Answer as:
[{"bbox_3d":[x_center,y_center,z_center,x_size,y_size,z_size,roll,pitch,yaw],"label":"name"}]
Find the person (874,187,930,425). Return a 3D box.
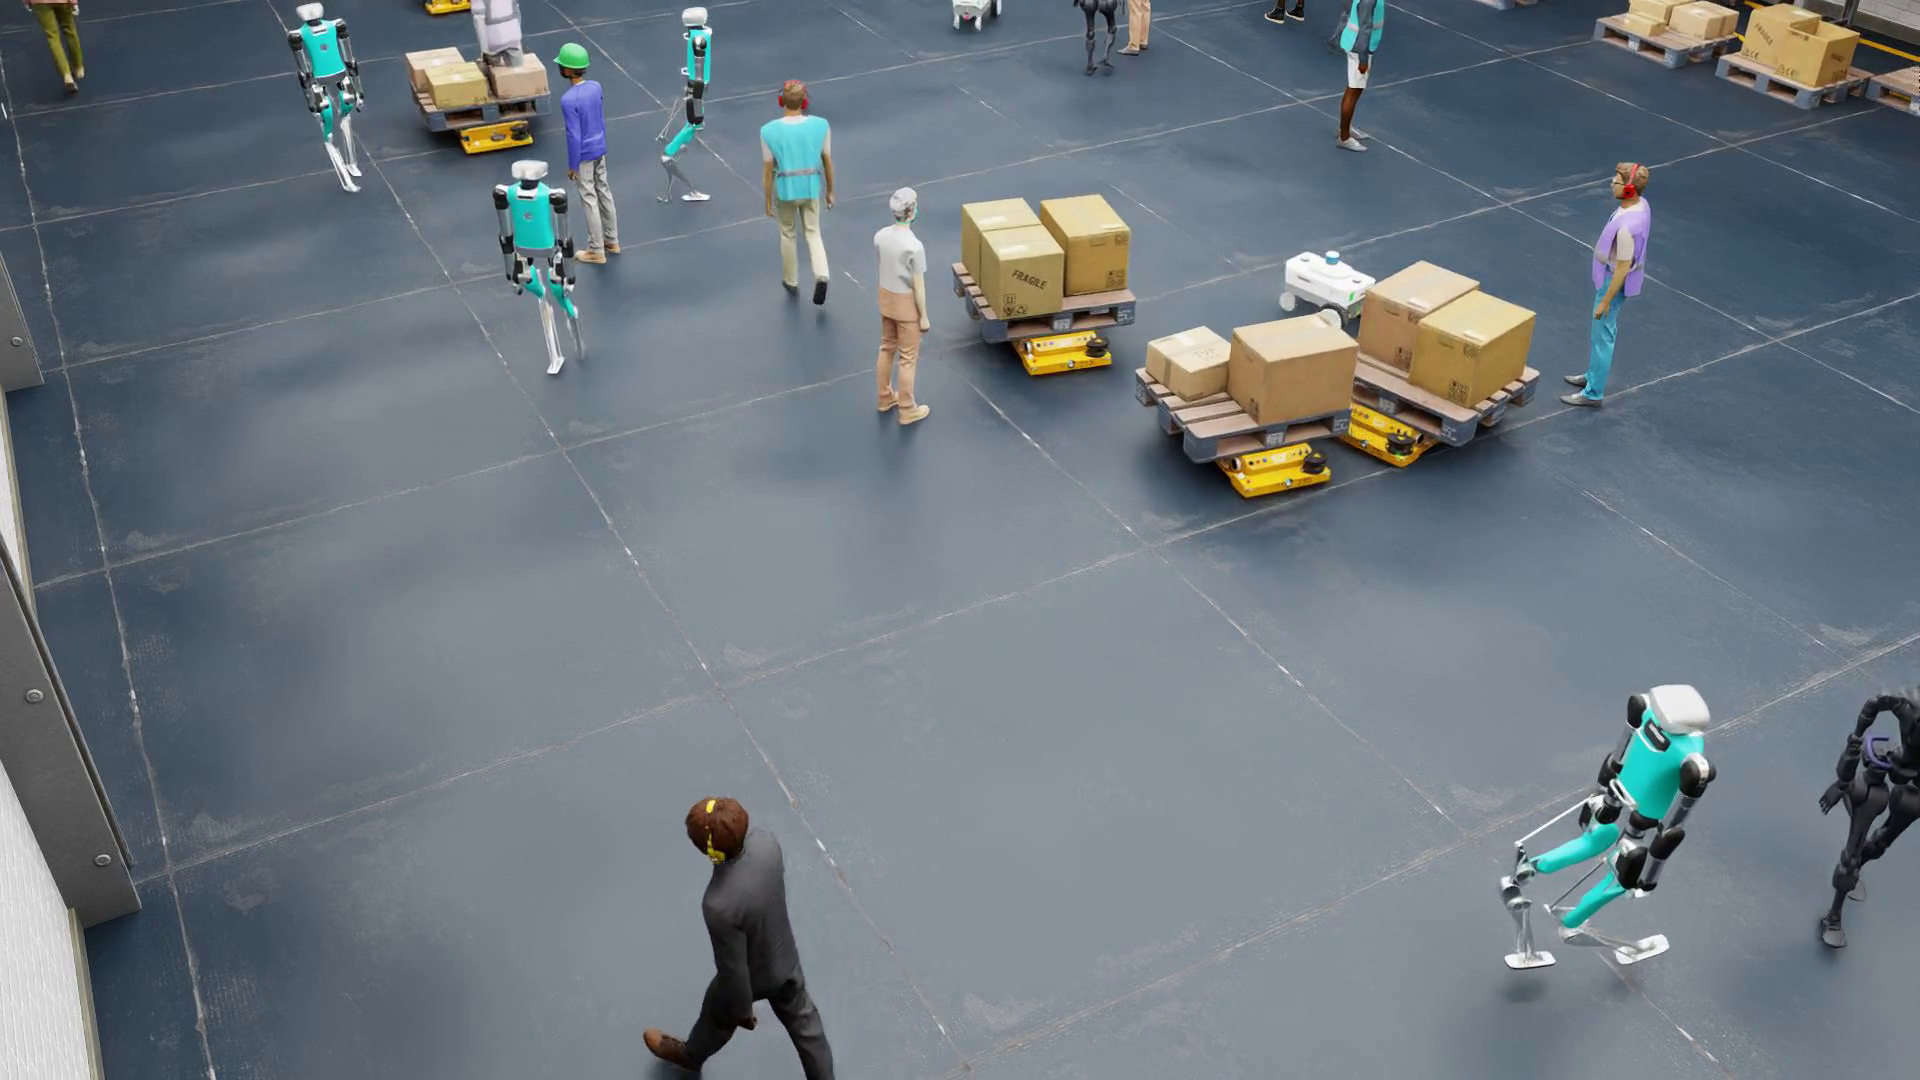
[{"bbox_3d":[-0.407,-1.658,11.808,0.334,1.740,0.477,-28,44,-34],"label":"person"}]

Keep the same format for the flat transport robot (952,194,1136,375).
[{"bbox_3d":[0.654,-1.753,13.219,0.659,0.231,1.431,-9,36,-13],"label":"flat transport robot"}]

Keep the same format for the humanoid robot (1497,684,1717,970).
[{"bbox_3d":[2.855,1.378,7.462,1.005,1.733,0.551,-7,36,-10],"label":"humanoid robot"}]

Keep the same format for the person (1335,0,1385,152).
[{"bbox_3d":[3.876,-4.742,16.030,0.432,1.939,0.556,8,36,11],"label":"person"}]

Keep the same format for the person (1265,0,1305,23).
[{"bbox_3d":[3.863,-6.973,19.204,0.601,1.958,0.374,-15,38,-20],"label":"person"}]

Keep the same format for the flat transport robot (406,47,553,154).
[{"bbox_3d":[-4.807,-4.267,16.808,0.659,0.231,1.431,-15,38,-20],"label":"flat transport robot"}]

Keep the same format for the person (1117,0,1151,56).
[{"bbox_3d":[1.941,-6.205,18.349,0.371,1.673,0.463,20,40,26],"label":"person"}]

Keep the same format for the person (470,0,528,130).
[{"bbox_3d":[-4.495,-4.909,16.295,0.542,1.912,0.491,-20,40,-26],"label":"person"}]

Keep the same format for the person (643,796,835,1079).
[{"bbox_3d":[-0.930,1.724,6.902,1.025,1.814,0.507,19,39,24],"label":"person"}]

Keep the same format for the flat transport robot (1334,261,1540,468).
[{"bbox_3d":[3.363,-0.978,12.112,1.431,0.231,0.659,-28,44,-34],"label":"flat transport robot"}]

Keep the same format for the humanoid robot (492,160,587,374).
[{"bbox_3d":[-3.054,-1.997,12.387,0.549,1.902,0.702,2,35,3],"label":"humanoid robot"}]

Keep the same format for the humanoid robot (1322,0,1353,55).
[{"bbox_3d":[4.291,-6.158,18.279,0.344,1.652,0.603,16,38,22],"label":"humanoid robot"}]

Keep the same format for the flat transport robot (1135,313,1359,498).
[{"bbox_3d":[1.993,-0.792,11.846,0.659,0.231,1.431,-12,37,-16],"label":"flat transport robot"}]

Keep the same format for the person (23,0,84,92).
[{"bbox_3d":[-9.542,-5.660,17.455,0.518,1.808,0.889,-20,40,-26],"label":"person"}]

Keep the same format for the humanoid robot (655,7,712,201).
[{"bbox_3d":[-2.567,-3.826,14.993,0.782,1.889,0.543,-5,35,-6],"label":"humanoid robot"}]

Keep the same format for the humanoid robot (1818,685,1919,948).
[{"bbox_3d":[4.428,1.187,7.811,0.609,1.635,0.675,8,36,11],"label":"humanoid robot"}]

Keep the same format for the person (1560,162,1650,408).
[{"bbox_3d":[4.690,-1.816,11.934,0.373,1.842,0.568,14,37,19],"label":"person"}]

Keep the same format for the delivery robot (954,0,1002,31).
[{"bbox_3d":[0.174,-6.332,19.520,0.499,0.609,0.807,9,36,13],"label":"delivery robot"}]

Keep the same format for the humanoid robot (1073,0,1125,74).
[{"bbox_3d":[1.482,-5.870,17.873,0.603,1.646,0.353,16,38,22],"label":"humanoid robot"}]

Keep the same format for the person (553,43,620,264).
[{"bbox_3d":[-3.130,-3.235,13.937,0.336,1.875,0.468,16,38,21],"label":"person"}]

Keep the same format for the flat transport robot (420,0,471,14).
[{"bbox_3d":[-6.326,-6.744,20.345,0.659,0.231,1.431,-17,39,-23],"label":"flat transport robot"}]

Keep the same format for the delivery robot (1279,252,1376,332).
[{"bbox_3d":[2.977,-2.002,13.342,0.499,0.613,0.797,-27,43,-33],"label":"delivery robot"}]

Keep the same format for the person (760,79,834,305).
[{"bbox_3d":[-1.278,-2.749,13.299,0.580,1.820,0.688,-10,36,-14],"label":"person"}]

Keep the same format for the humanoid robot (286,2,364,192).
[{"bbox_3d":[-5.821,-4.103,15.305,0.574,1.773,0.894,-22,40,-28],"label":"humanoid robot"}]
